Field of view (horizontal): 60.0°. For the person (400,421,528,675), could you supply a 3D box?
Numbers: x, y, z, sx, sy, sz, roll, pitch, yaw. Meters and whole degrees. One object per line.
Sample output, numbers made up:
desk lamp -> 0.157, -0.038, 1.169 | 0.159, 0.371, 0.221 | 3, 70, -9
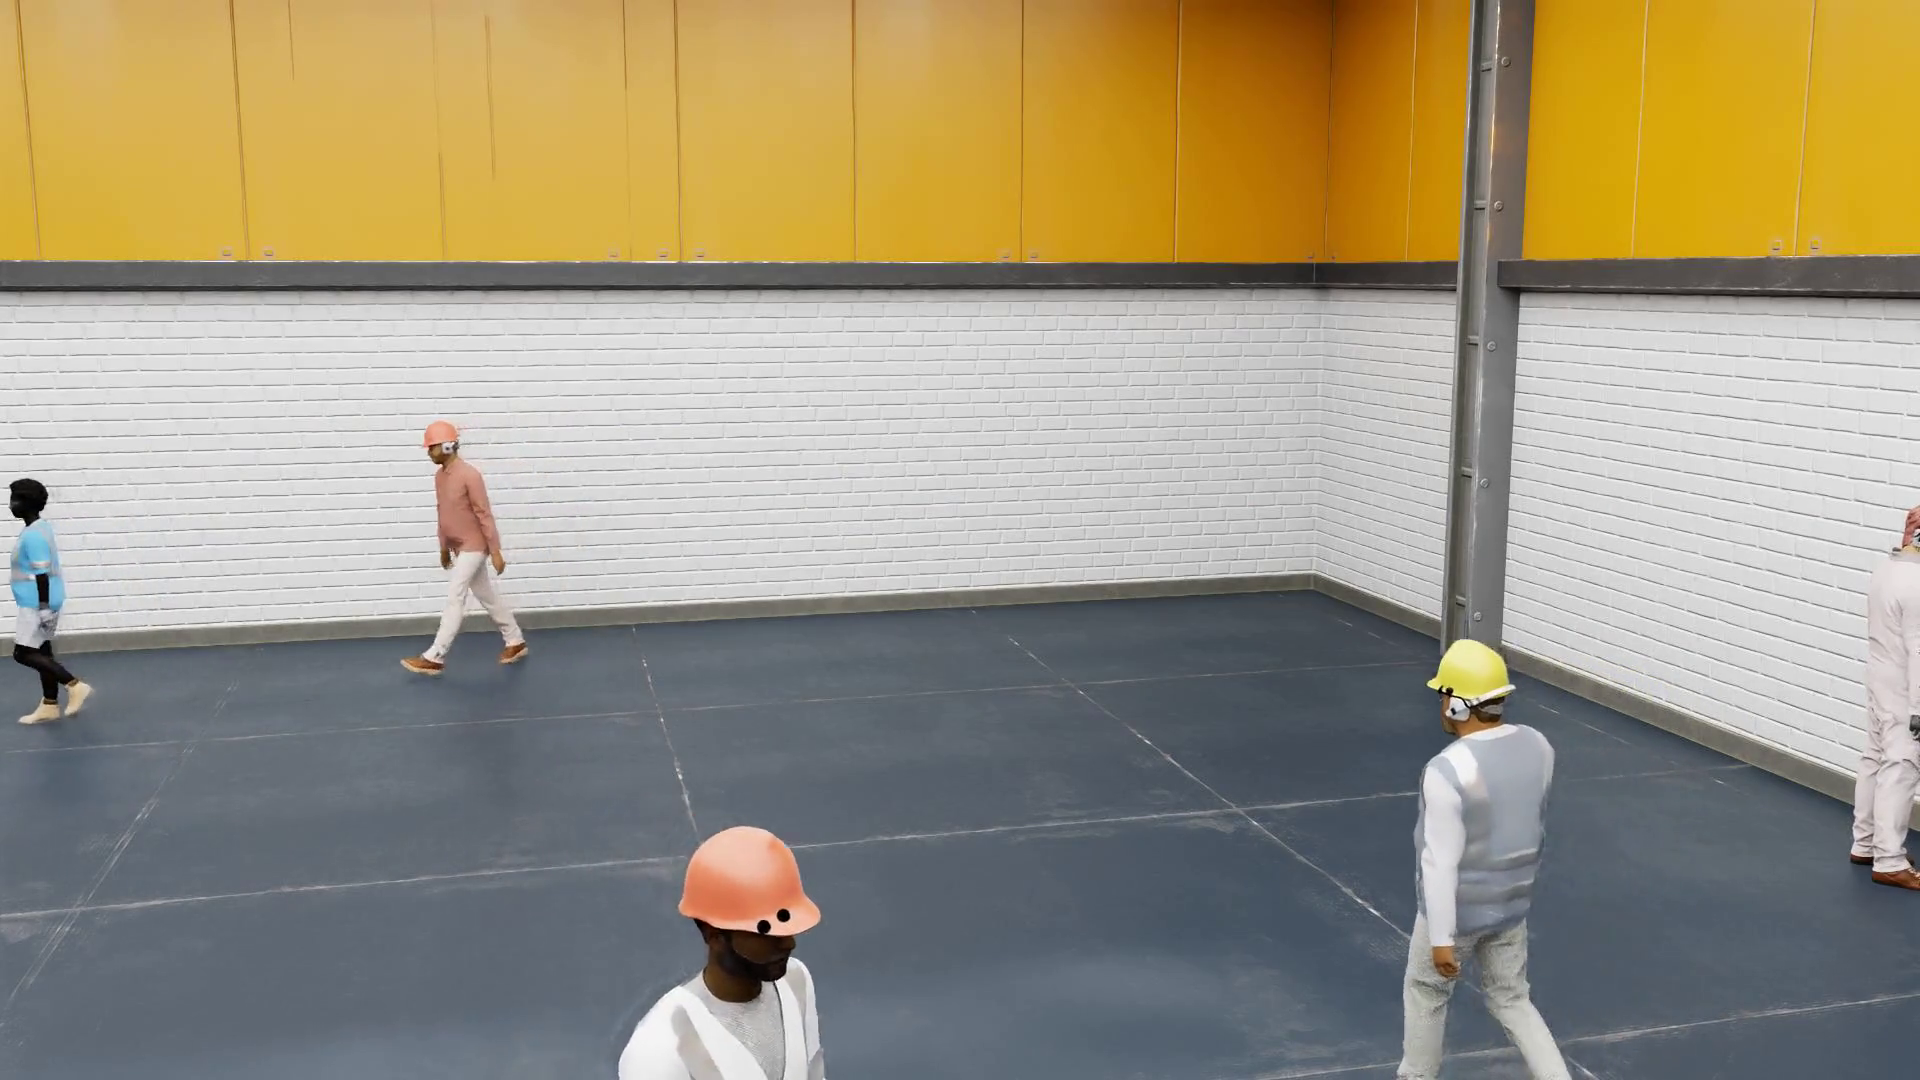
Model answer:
person -> -3.764, 0.051, 12.697 | 1.033, 1.922, 0.687 | -8, 12, -39

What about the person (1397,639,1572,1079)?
person -> 1.808, 1.235, 5.661 | 0.590, 1.804, 0.804 | -5, 10, -28

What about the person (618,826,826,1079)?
person -> -0.412, 1.526, 3.571 | 0.975, 1.882, 0.565 | 5, 10, 27

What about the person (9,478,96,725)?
person -> -6.134, 0.419, 11.123 | 0.419, 1.684, 0.539 | -4, 10, -23

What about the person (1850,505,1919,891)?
person -> 4.731, 0.766, 8.277 | 0.399, 1.903, 0.643 | 2, 9, 13
